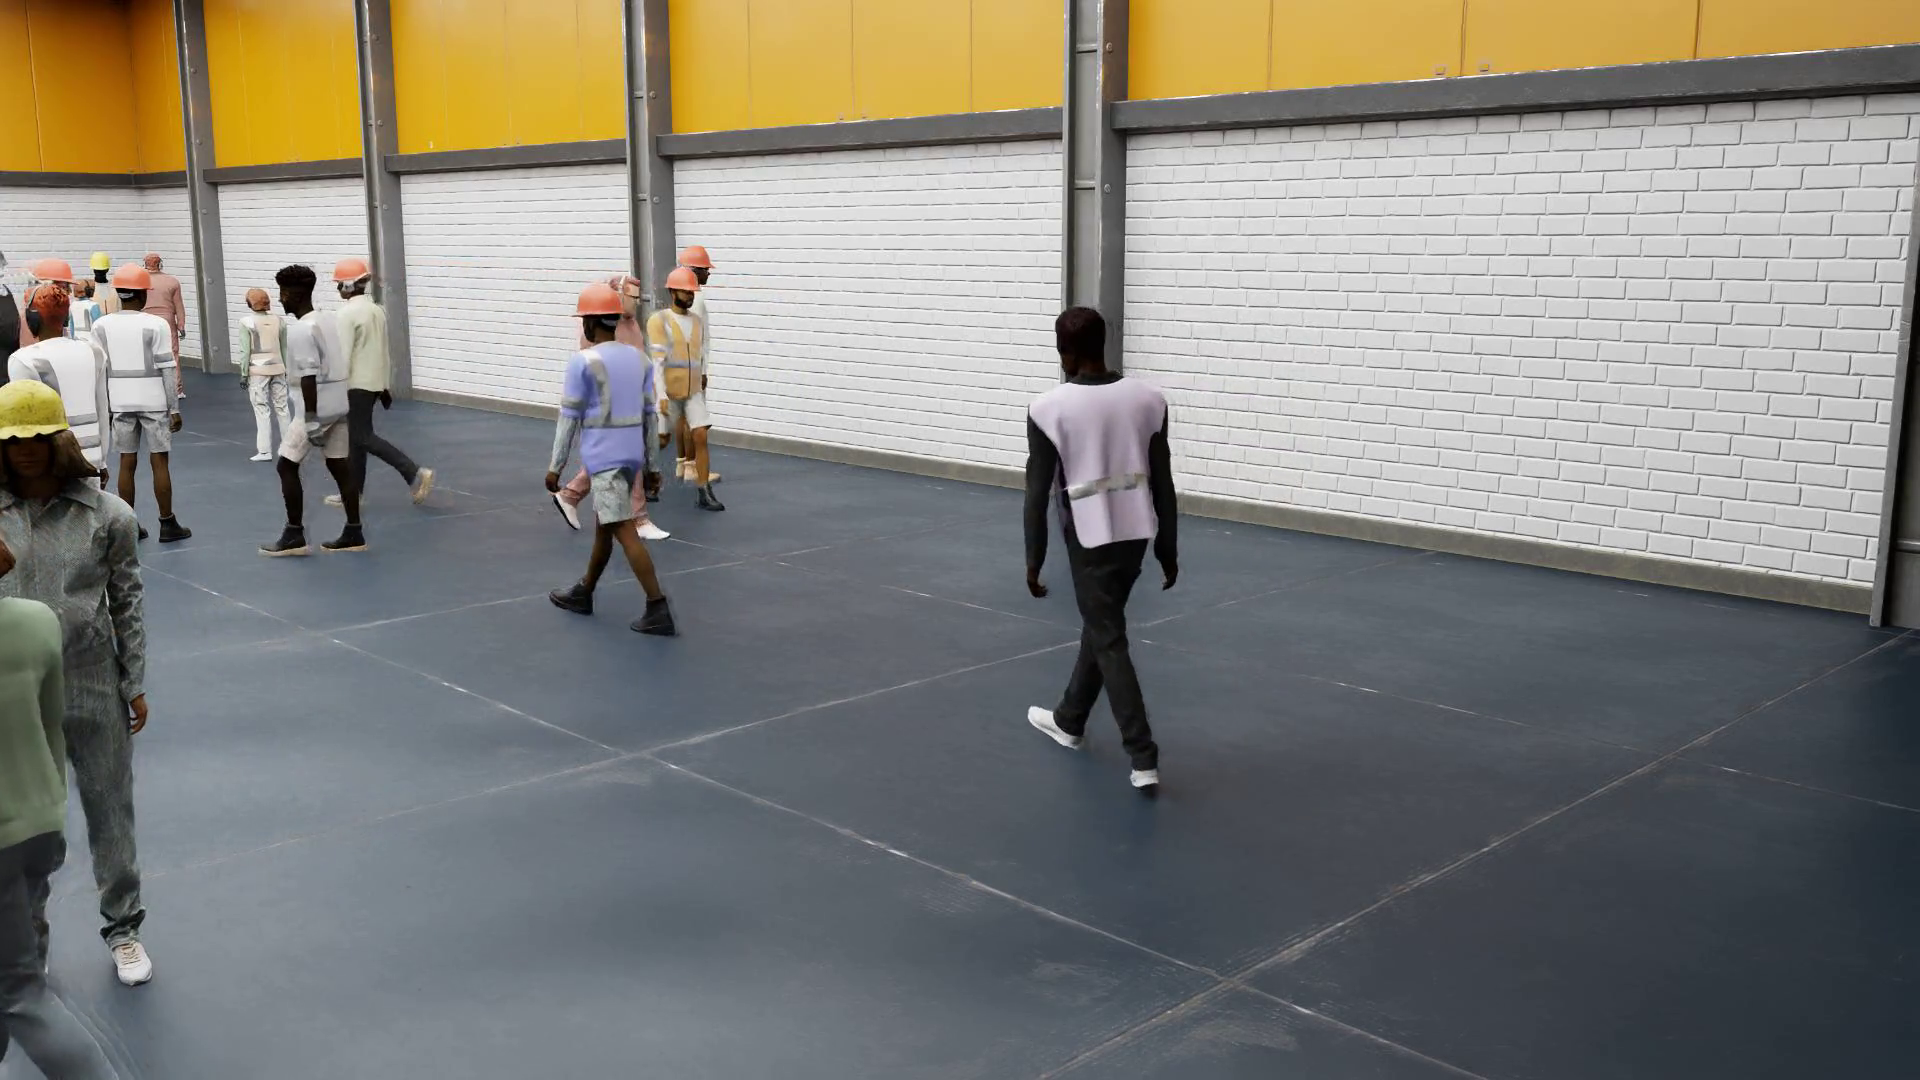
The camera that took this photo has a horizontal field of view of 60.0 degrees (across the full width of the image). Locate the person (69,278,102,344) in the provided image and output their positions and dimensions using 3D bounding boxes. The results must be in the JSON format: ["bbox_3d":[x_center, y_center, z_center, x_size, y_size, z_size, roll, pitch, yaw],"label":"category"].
[{"bbox_3d":[-10.072,-2.203,19.248,0.513,1.642,0.311,5,12,26],"label":"person"}]

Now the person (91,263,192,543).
[{"bbox_3d":[-5.683,-0.940,11.550,0.550,1.937,0.357,0,10,-2],"label":"person"}]

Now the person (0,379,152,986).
[{"bbox_3d":[-2.529,0.423,4.652,0.484,1.744,0.295,-5,11,-25],"label":"person"}]

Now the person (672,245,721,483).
[{"bbox_3d":[-2.287,-1.515,14.397,0.394,2.041,0.612,-4,11,-22],"label":"person"}]

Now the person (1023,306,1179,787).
[{"bbox_3d":[0.558,0.017,6.578,0.599,1.859,0.986,-5,11,-25],"label":"person"}]

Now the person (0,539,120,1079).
[{"bbox_3d":[-2.117,0.680,3.686,0.823,1.601,0.509,3,11,14],"label":"person"}]

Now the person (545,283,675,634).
[{"bbox_3d":[-1.916,-0.445,9.030,1.038,1.876,0.564,7,12,33],"label":"person"}]

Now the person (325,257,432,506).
[{"bbox_3d":[-4.590,-1.216,12.986,0.854,1.965,0.606,1,10,3],"label":"person"}]

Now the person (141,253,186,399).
[{"bbox_3d":[-10.392,-2.760,21.562,0.651,1.906,0.403,-4,11,-22],"label":"person"}]

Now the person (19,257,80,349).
[{"bbox_3d":[-6.647,-1.059,12.104,0.562,1.969,0.640,-3,11,-17],"label":"person"}]

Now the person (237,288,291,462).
[{"bbox_3d":[-6.576,-1.559,15.747,0.312,1.636,0.520,7,12,33],"label":"person"}]

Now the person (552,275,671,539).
[{"bbox_3d":[-2.498,-0.939,11.758,0.882,1.866,0.646,2,11,13],"label":"person"}]

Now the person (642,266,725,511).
[{"bbox_3d":[-2.246,-1.192,13.054,0.545,1.903,0.946,-10,14,-43],"label":"person"}]

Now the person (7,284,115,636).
[{"bbox_3d":[-4.669,-0.382,8.661,0.356,1.883,0.574,3,11,16],"label":"person"}]

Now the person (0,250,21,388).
[{"bbox_3d":[-10.055,-2.062,17.388,0.535,2.000,0.711,0,10,-1],"label":"person"}]

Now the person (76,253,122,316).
[{"bbox_3d":[-10.286,-2.484,20.021,0.585,1.920,0.383,-9,14,-41],"label":"person"}]

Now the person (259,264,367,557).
[{"bbox_3d":[-4.387,-0.856,11.102,0.780,1.938,0.633,0,10,1],"label":"person"}]
